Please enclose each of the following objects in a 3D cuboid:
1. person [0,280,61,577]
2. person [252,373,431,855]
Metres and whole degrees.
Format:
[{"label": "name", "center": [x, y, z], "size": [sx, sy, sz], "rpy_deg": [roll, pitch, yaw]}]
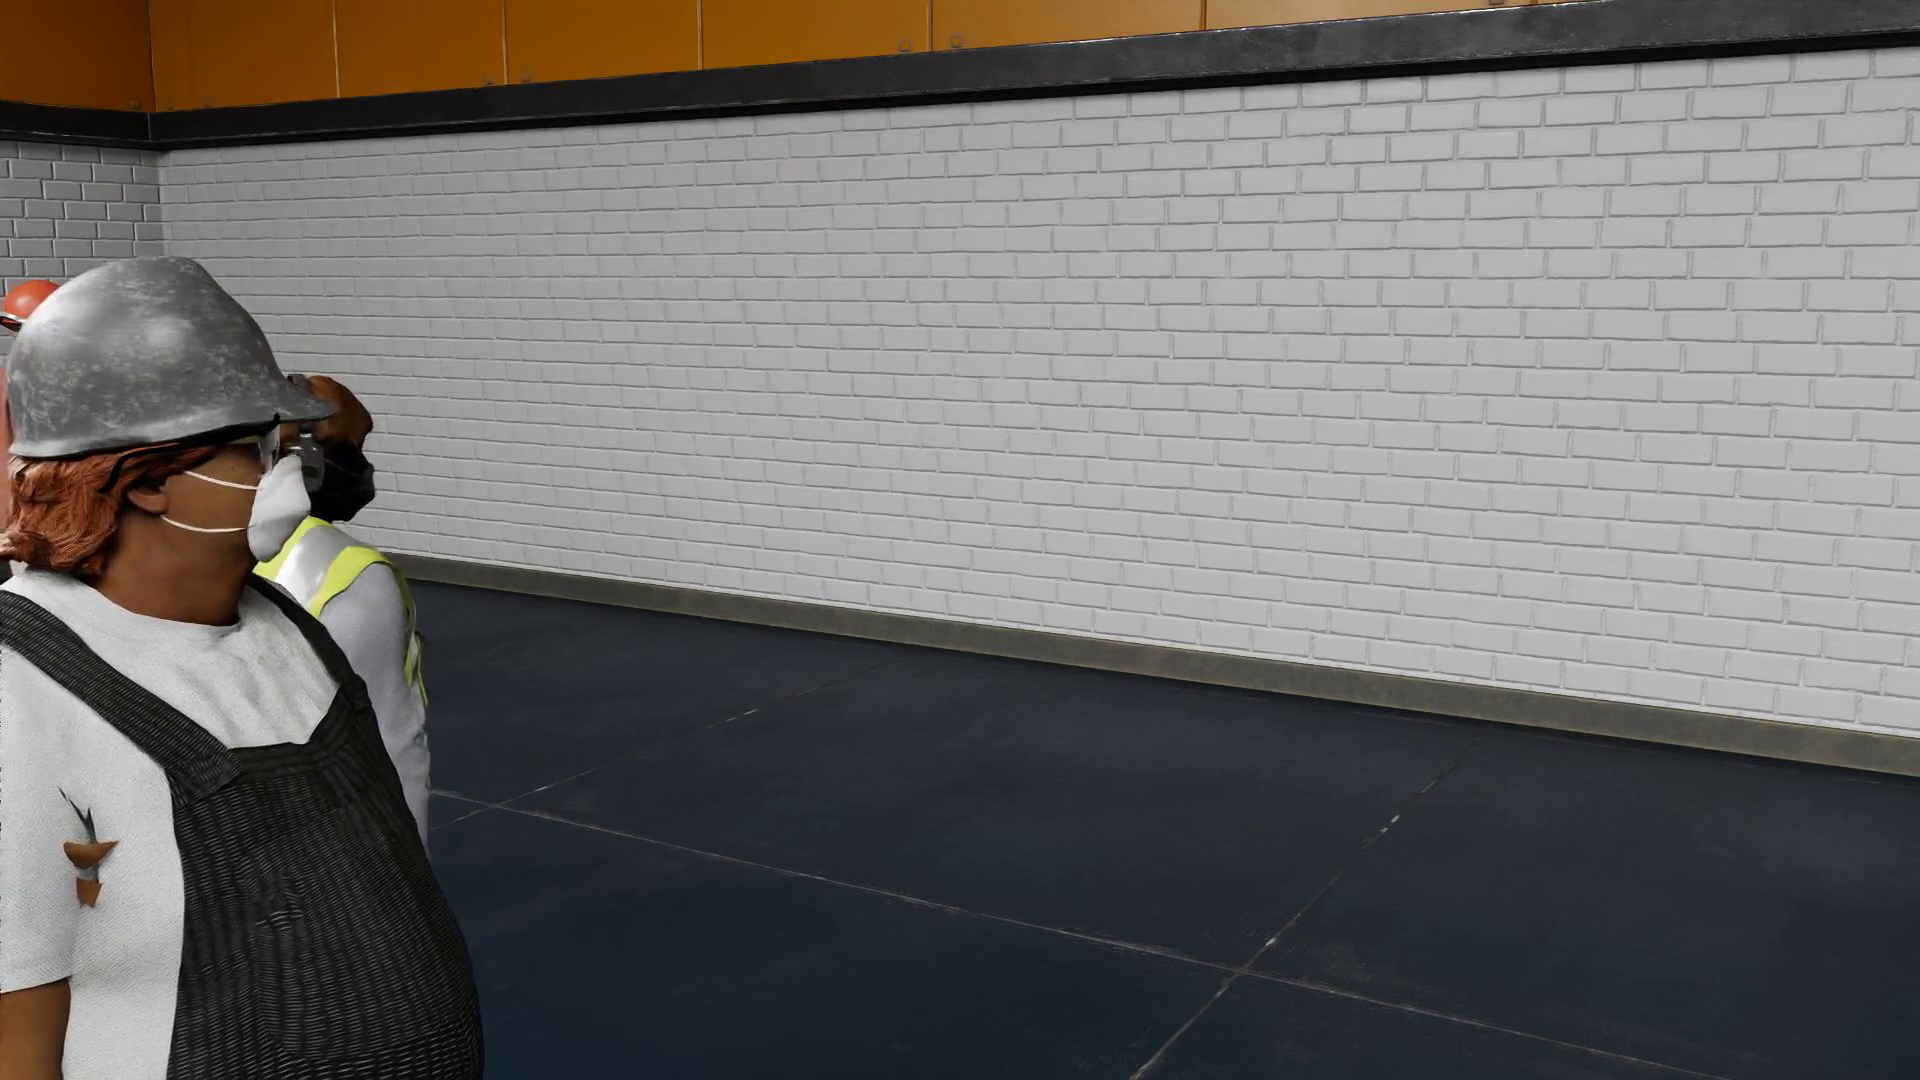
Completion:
[{"label": "person", "center": [-3.746, -0.066, 6.874], "size": [0.615, 1.994, 0.381], "rpy_deg": [4, 10, 23]}, {"label": "person", "center": [-1.217, 0.609, 3.152], "size": [0.626, 1.840, 0.430], "rpy_deg": [6, 11, 32]}]
